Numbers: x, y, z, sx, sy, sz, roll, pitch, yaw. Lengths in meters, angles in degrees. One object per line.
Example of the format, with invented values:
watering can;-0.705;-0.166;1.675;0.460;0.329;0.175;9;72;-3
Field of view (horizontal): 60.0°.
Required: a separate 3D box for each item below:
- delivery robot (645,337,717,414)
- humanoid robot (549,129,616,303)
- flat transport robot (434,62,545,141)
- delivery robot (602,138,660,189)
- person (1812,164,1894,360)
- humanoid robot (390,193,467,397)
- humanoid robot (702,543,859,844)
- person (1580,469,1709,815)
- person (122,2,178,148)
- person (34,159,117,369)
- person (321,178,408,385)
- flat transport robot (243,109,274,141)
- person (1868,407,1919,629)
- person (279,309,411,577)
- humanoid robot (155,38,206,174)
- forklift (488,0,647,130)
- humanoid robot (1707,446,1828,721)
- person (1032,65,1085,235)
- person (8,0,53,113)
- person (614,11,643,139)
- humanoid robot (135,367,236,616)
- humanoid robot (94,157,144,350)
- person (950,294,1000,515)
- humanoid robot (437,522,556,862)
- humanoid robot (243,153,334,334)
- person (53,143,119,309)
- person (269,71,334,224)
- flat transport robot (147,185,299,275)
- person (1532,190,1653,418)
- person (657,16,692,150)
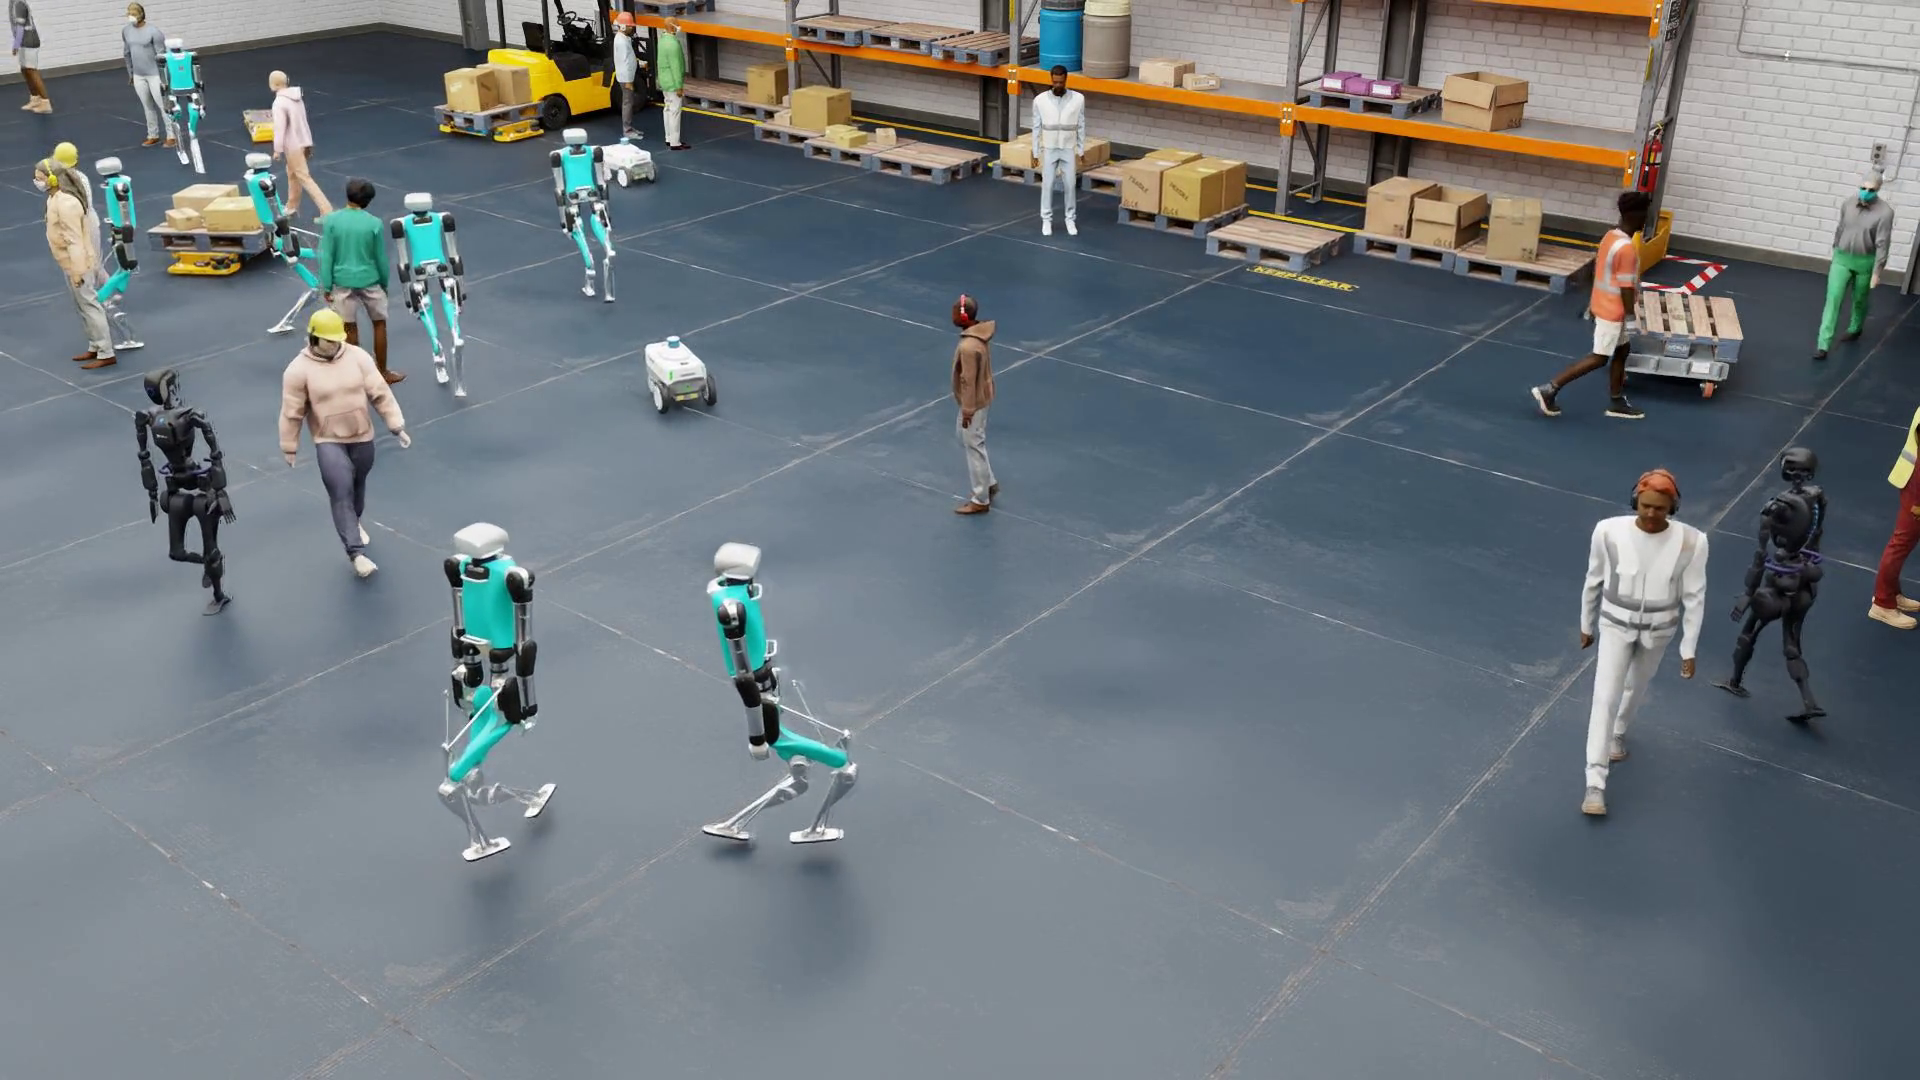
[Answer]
delivery robot;-2.428;-1.442;14.219;0.499;0.587;0.787;-12;28;-24
humanoid robot;-3.625;-3.097;16.350;0.536;1.767;1.025;-12;28;-24
flat transport robot;-6.720;-5.933;23.857;1.431;0.231;0.659;16;30;30
delivery robot;-4.237;-4.821;21.215;0.499;0.585;0.765;-23;34;-39
person;8.205;-2.567;15.167;0.520;1.776;1.020;22;33;38
humanoid robot;-4.421;-1.998;14.063;0.547;1.763;1.024;-10;28;-20
humanoid robot;-0.841;0.830;8.174;0.973;1.753;0.533;-2;26;-5
person;3.562;0.486;8.770;0.587;1.837;0.979;8;27;17
person;-11.162;-6.385;22.876;0.630;1.940;0.373;5;26;10
person;-7.885;-2.470;14.855;0.408;1.871;0.550;-19;31;-34
person;-5.248;-2.178;14.309;0.685;1.822;0.389;-7;27;-15
flat transport robot;-9.926;-5.994;23.985;0.659;0.231;1.431;-12;28;-23
person;6.069;-0.317;10.503;0.378;1.769;0.467;17;31;31
person;-4.162;-0.684;11.231;0.756;1.800;0.971;-19;32;-34
humanoid robot;-10.183;-5.686;21.723;0.532;1.770;1.024;-18;31;-33
forklift;-5.874;-7.334;24.552;1.214;2.155;2.313;19;32;34
humanoid robot;4.737;0.259;9.465;0.609;1.633;0.734;-14;29;-26
person;1.110;-4.415;18.837;0.596;1.906;0.402;-1;26;-3
person;-14.087;-7.458;25.003;0.438;2.022;0.606;-21;33;-37
person;-4.671;-6.543;23.427;0.351;1.742;0.572;-5;26;-11
humanoid robot;-4.898;-0.328;10.632;0.589;1.650;0.415;3;26;5
humanoid robot;-7.805;-2.533;15.209;0.716;1.847;0.541;-16;30;-30
person;0.110;-0.977;12.014;0.362;1.644;0.486;2;26;4
humanoid robot;-2.407;0.835;8.165;0.562;1.751;0.946;14;29;27
humanoid robot;-6.218;-2.828;15.775;0.992;1.754;0.546;-20;32;-35
person;-8.581;-3.039;16.195;0.666;1.719;0.326;21;33;36
person;-7.709;-4.556;19.319;0.853;1.750;0.559;3;26;6
flat transport robot;-7.979;-3.175;18.146;0.659;0.231;1.431;2;26;4
person;5.271;-1.906;13.608;0.894;1.938;0.592;5;26;10
person;-3.933;-6.253;22.796;0.390;1.778;0.534;-13;28;-24
